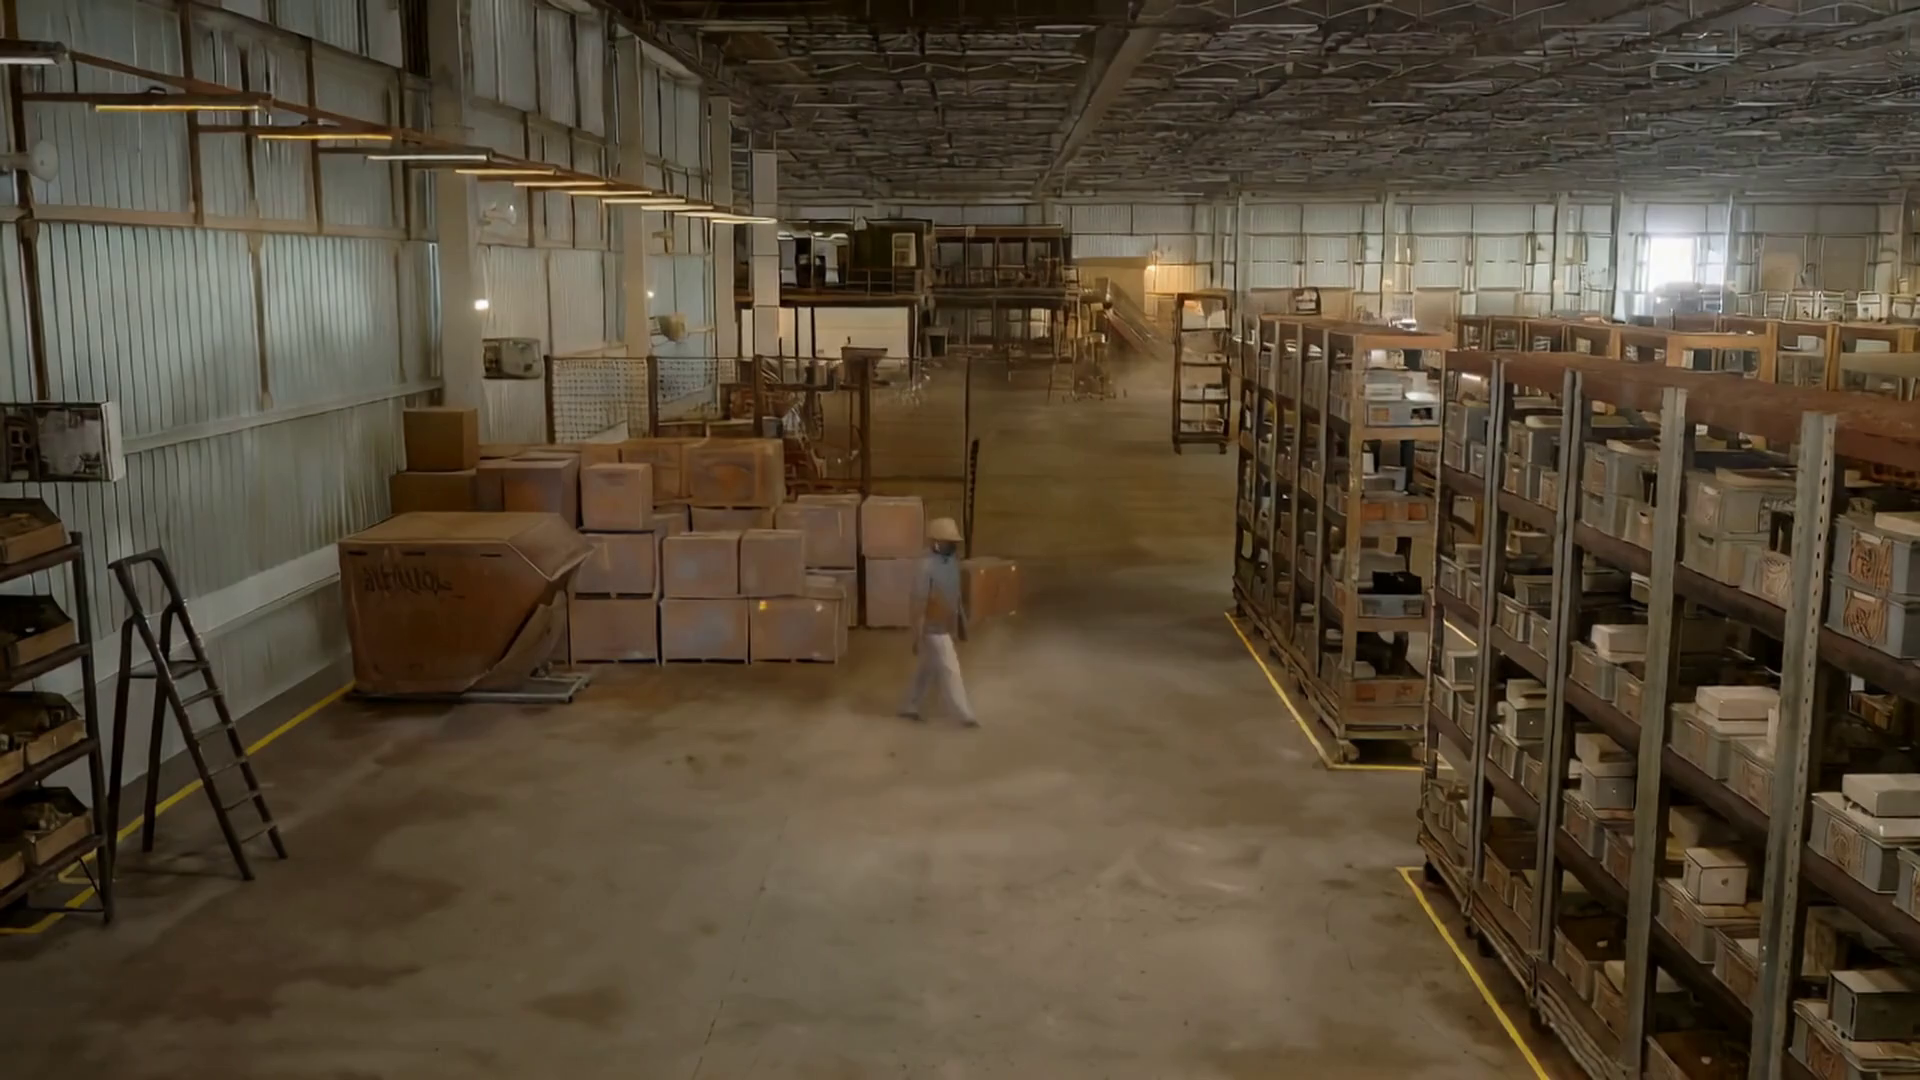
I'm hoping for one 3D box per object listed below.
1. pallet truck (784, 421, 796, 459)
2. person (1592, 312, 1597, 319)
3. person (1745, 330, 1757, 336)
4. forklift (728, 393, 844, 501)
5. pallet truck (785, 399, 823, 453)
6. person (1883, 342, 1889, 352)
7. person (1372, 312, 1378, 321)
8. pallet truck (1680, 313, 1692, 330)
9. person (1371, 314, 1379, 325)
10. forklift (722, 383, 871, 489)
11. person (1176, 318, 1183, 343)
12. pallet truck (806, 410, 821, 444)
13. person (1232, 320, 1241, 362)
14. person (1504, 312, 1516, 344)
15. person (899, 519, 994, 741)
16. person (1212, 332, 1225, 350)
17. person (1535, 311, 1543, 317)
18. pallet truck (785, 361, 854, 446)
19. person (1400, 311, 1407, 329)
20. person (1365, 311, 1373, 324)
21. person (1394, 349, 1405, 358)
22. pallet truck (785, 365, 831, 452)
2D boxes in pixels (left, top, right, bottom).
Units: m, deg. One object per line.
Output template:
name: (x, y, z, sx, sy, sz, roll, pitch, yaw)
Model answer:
pallet truck: (-4.013, -1.793, 32.705, 1.601, 1.201, 0.680, 0, 9, 1)
person: (33.655, -11.158, 88.363, 0.557, 1.907, 0.624, 3, 10, 19)
person: (35.014, -8.860, 73.803, 0.691, 2.000, 1.015, 7, 12, 39)
forklift: (-2.979, -1.316, 26.476, 2.680, 1.987, 1.157, 0, 9, 1)
pallet truck: (-3.814, -2.432, 36.419, 1.630, 1.274, 0.653, 0, 9, 1)
person: (33.800, -6.541, 60.556, 0.318, 1.697, 0.533, 0, 9, 1)
person: (23.570, -12.126, 94.711, 0.941, 1.805, 0.620, -6, 11, -33)
pallet truck: (36.315, -10.531, 84.244, 0.823, 1.965, 1.885, -6, 11, -33)
person: (20.870, -10.380, 83.581, 0.543, 1.913, 0.595, -1, 9, -9)
forklift: (-2.893, -1.687, 28.729, 2.680, 1.987, 1.157, 0, 9, -1)
person: (10.542, -9.831, 80.394, 0.508, 1.844, 0.342, -7, 11, -36)
pallet truck: (-3.559, -2.018, 33.905, 1.522, 1.261, 0.704, 0, 9, -1)
person: (12.493, -9.034, 75.336, 0.597, 1.896, 0.715, -1, 9, -5)
person: (28.835, -10.998, 87.376, 0.780, 1.912, 0.583, -8, 12, -42)
person: (-0.162, 0.769, 14.725, 1.010, 1.945, 0.631, 5, 10, 28)
person: (11.608, -8.881, 74.418, 0.611, 1.888, 0.938, -3, 10, -18)
person: (32.088, -11.778, 92.282, 0.342, 1.882, 0.579, -9, 13, -44)
pallet truck: (-3.410, -3.193, 38.978, 1.885, 1.965, 0.823, 0, 9, -1)
person: (24.893, -11.862, 92.989, 0.957, 1.826, 0.518, 5, 10, 27)
person: (22.172, -11.435, 90.055, 0.593, 1.922, 0.391, -8, 12, -39)
person: (14.775, -5.807, 55.662, 0.585, 1.816, 0.598, -1, 9, -7)
pallet truck: (-3.774, -2.976, 37.635, 1.885, 1.965, 0.823, 1, 9, 5)
